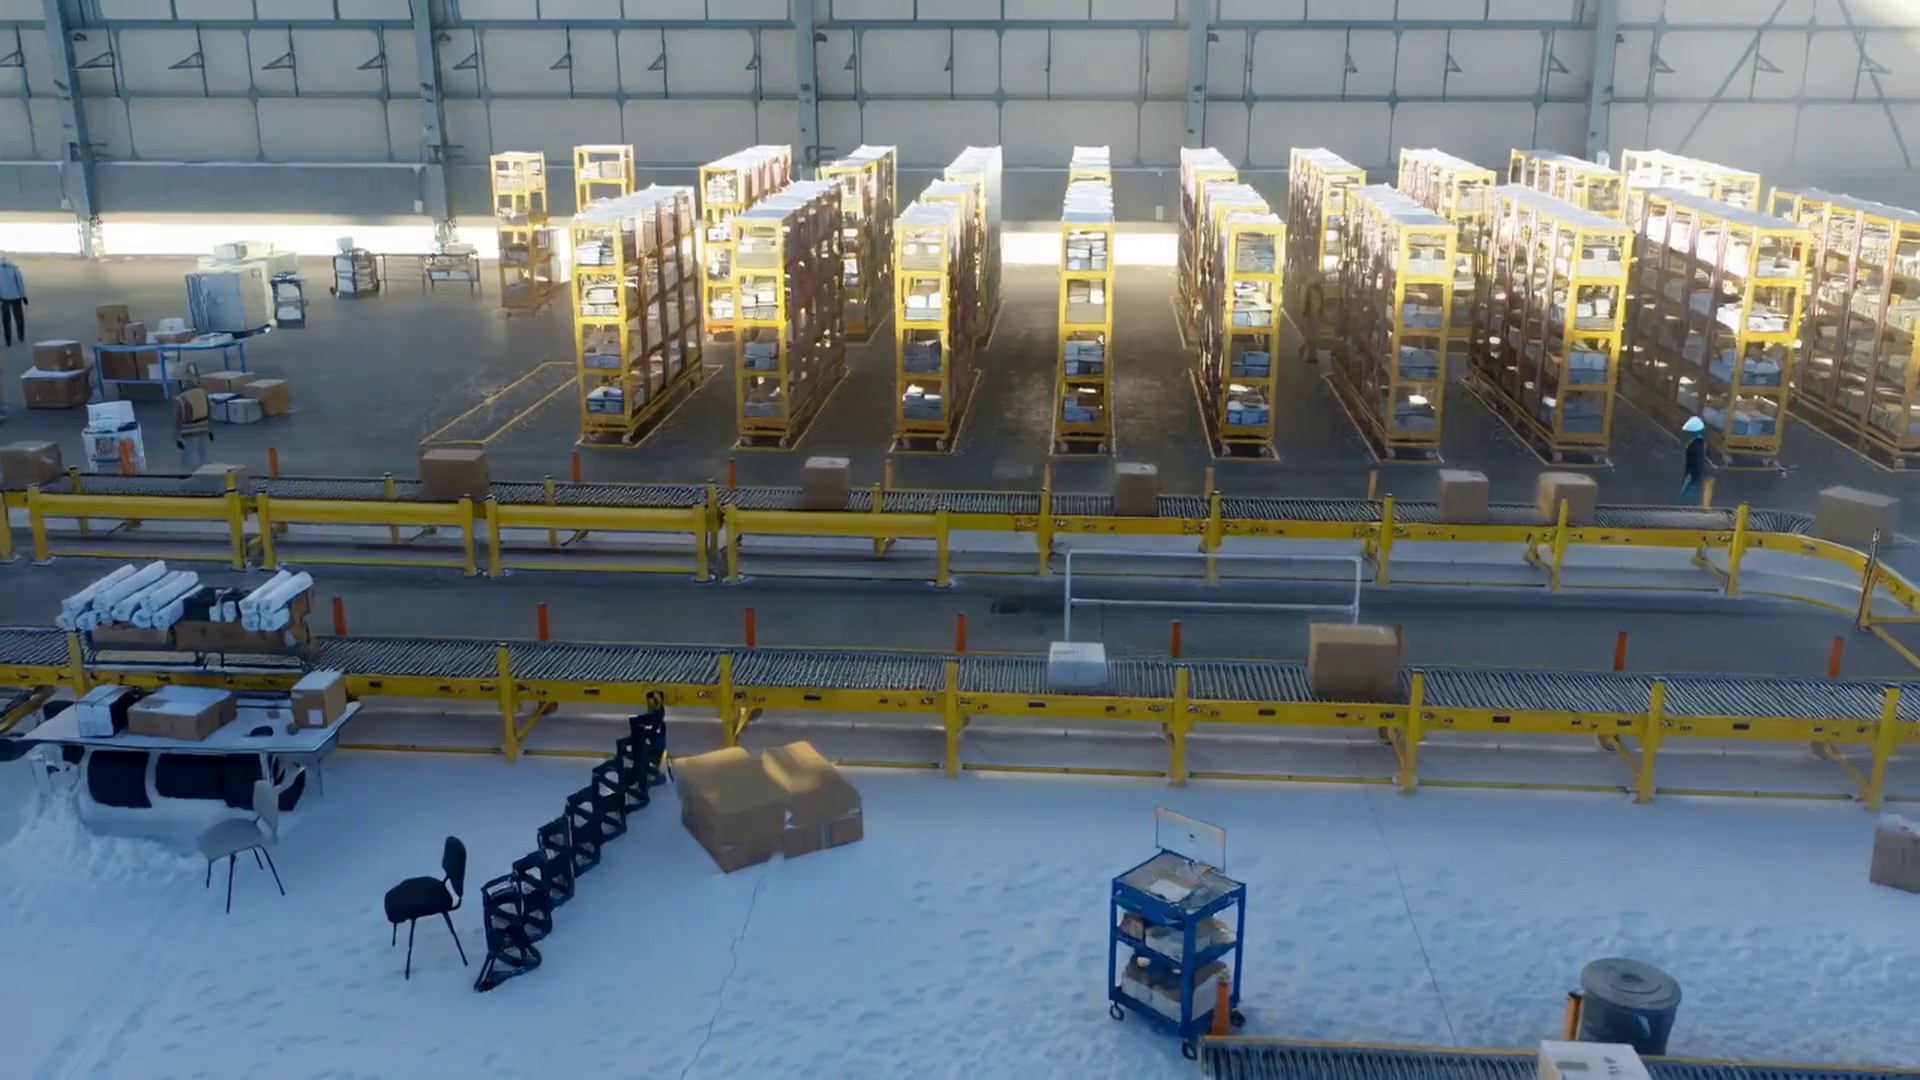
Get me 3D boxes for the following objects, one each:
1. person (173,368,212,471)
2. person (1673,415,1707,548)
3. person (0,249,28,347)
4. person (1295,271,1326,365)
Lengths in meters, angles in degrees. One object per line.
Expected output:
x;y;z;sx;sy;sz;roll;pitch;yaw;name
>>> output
-10.759;-1.526;23.434;0.654;1.810;0.602;7;19;21;person
9.210;-0.741;21.052;0.667;1.732;0.551;7;19;22;person
-19.458;-4.957;34.073;0.630;1.955;0.908;-7;19;-21;person
6.847;-4.313;32.235;0.469;1.834;0.587;3;18;9;person
